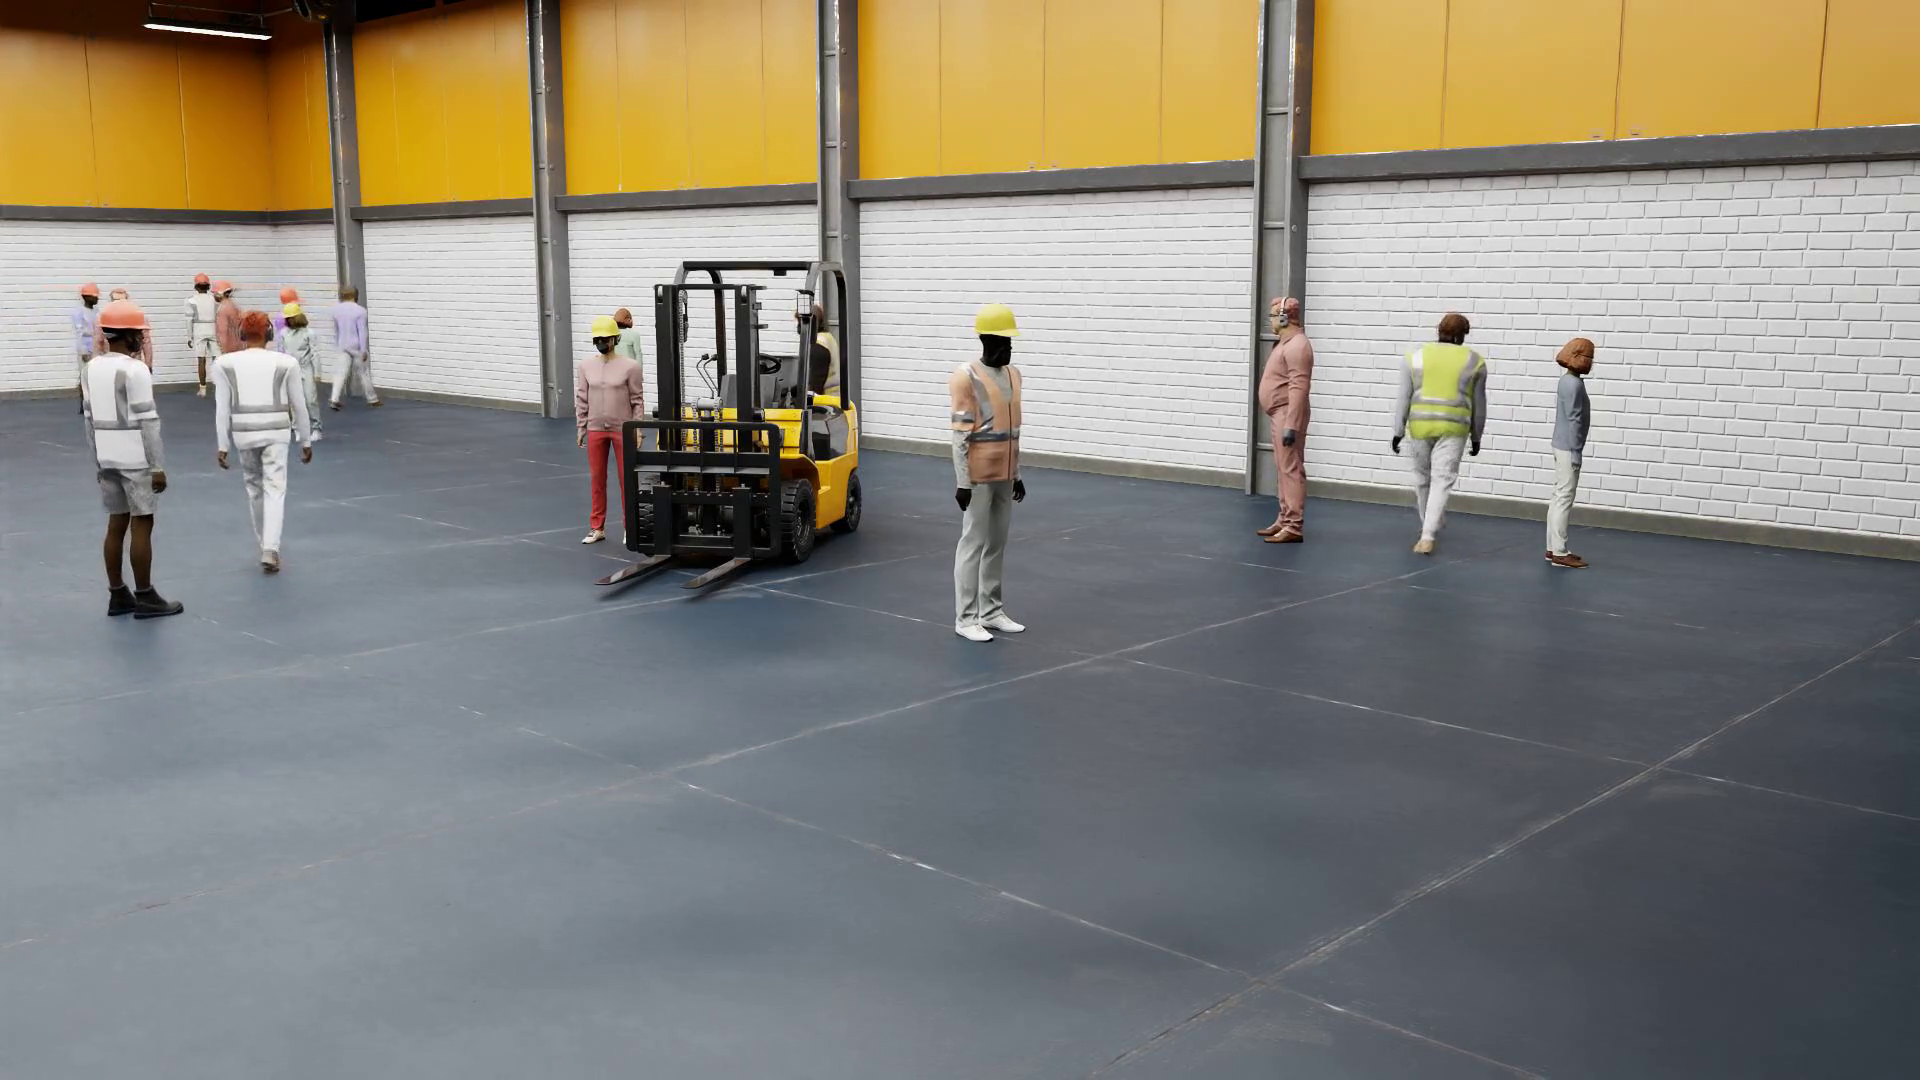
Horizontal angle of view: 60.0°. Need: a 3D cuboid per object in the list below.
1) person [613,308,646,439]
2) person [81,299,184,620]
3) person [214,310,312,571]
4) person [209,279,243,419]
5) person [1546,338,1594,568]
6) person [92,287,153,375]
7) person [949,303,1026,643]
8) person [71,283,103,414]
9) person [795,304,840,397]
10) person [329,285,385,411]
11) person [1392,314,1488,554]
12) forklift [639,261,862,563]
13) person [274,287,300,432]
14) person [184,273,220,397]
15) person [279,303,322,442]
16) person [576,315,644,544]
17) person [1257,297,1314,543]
[{"bbox_3d":[-4.173,-2.062,20.700,0.498,1.633,0.278,2,9,13],"label":"person"},{"bbox_3d":[-5.038,-0.487,10.117,0.552,1.935,0.371,5,10,27],"label":"person"},{"bbox_3d":[-4.945,-0.711,11.808,0.595,1.842,0.990,-2,10,-14],"label":"person"},{"bbox_3d":[-10.317,-2.675,23.404,0.446,1.973,0.655,-1,9,-4],"label":"person"},{"bbox_3d":[4.373,-0.627,11.902,0.289,1.632,0.497,2,9,12],"label":"person"},{"bbox_3d":[-10.508,-2.217,20.877,0.666,1.889,0.423,-4,10,-22],"label":"person"},{"bbox_3d":[0.187,-0.388,9.539,0.382,1.924,0.594,7,12,37],"label":"person"},{"bbox_3d":[-12.633,-2.772,24.216,0.610,1.910,0.557,3,10,15],"label":"person"},{"bbox_3d":[-1.201,-1.101,14.240,0.432,1.827,0.633,0,9,1],"label":"person"},{"bbox_3d":[-9.148,-2.893,25.023,0.646,1.894,0.992,3,10,18],"label":"person"},{"bbox_3d":[3.632,-0.809,12.577,0.669,1.779,0.988,5,10,26],"label":"person"},{"bbox_3d":[-1.552,-1.040,12.721,1.214,2.155,2.313,2,9,11],"label":"forklift"},{"bbox_3d":[-8.710,-2.341,21.663,0.482,1.885,0.634,1,9,4],"label":"person"},{"bbox_3d":[-12.525,-3.398,27.628,0.607,2.048,0.368,-6,11,-33],"label":"person"},{"bbox_3d":[-8.100,-2.045,20.367,0.534,1.703,0.600,1,9,8],"label":"person"},{"bbox_3d":[-2.695,-0.838,12.791,0.533,1.767,0.327,1,9,6],"label":"person"},{"bbox_3d":[2.517,-0.925,12.909,0.400,1.905,0.643,1,9,5],"label":"person"}]
